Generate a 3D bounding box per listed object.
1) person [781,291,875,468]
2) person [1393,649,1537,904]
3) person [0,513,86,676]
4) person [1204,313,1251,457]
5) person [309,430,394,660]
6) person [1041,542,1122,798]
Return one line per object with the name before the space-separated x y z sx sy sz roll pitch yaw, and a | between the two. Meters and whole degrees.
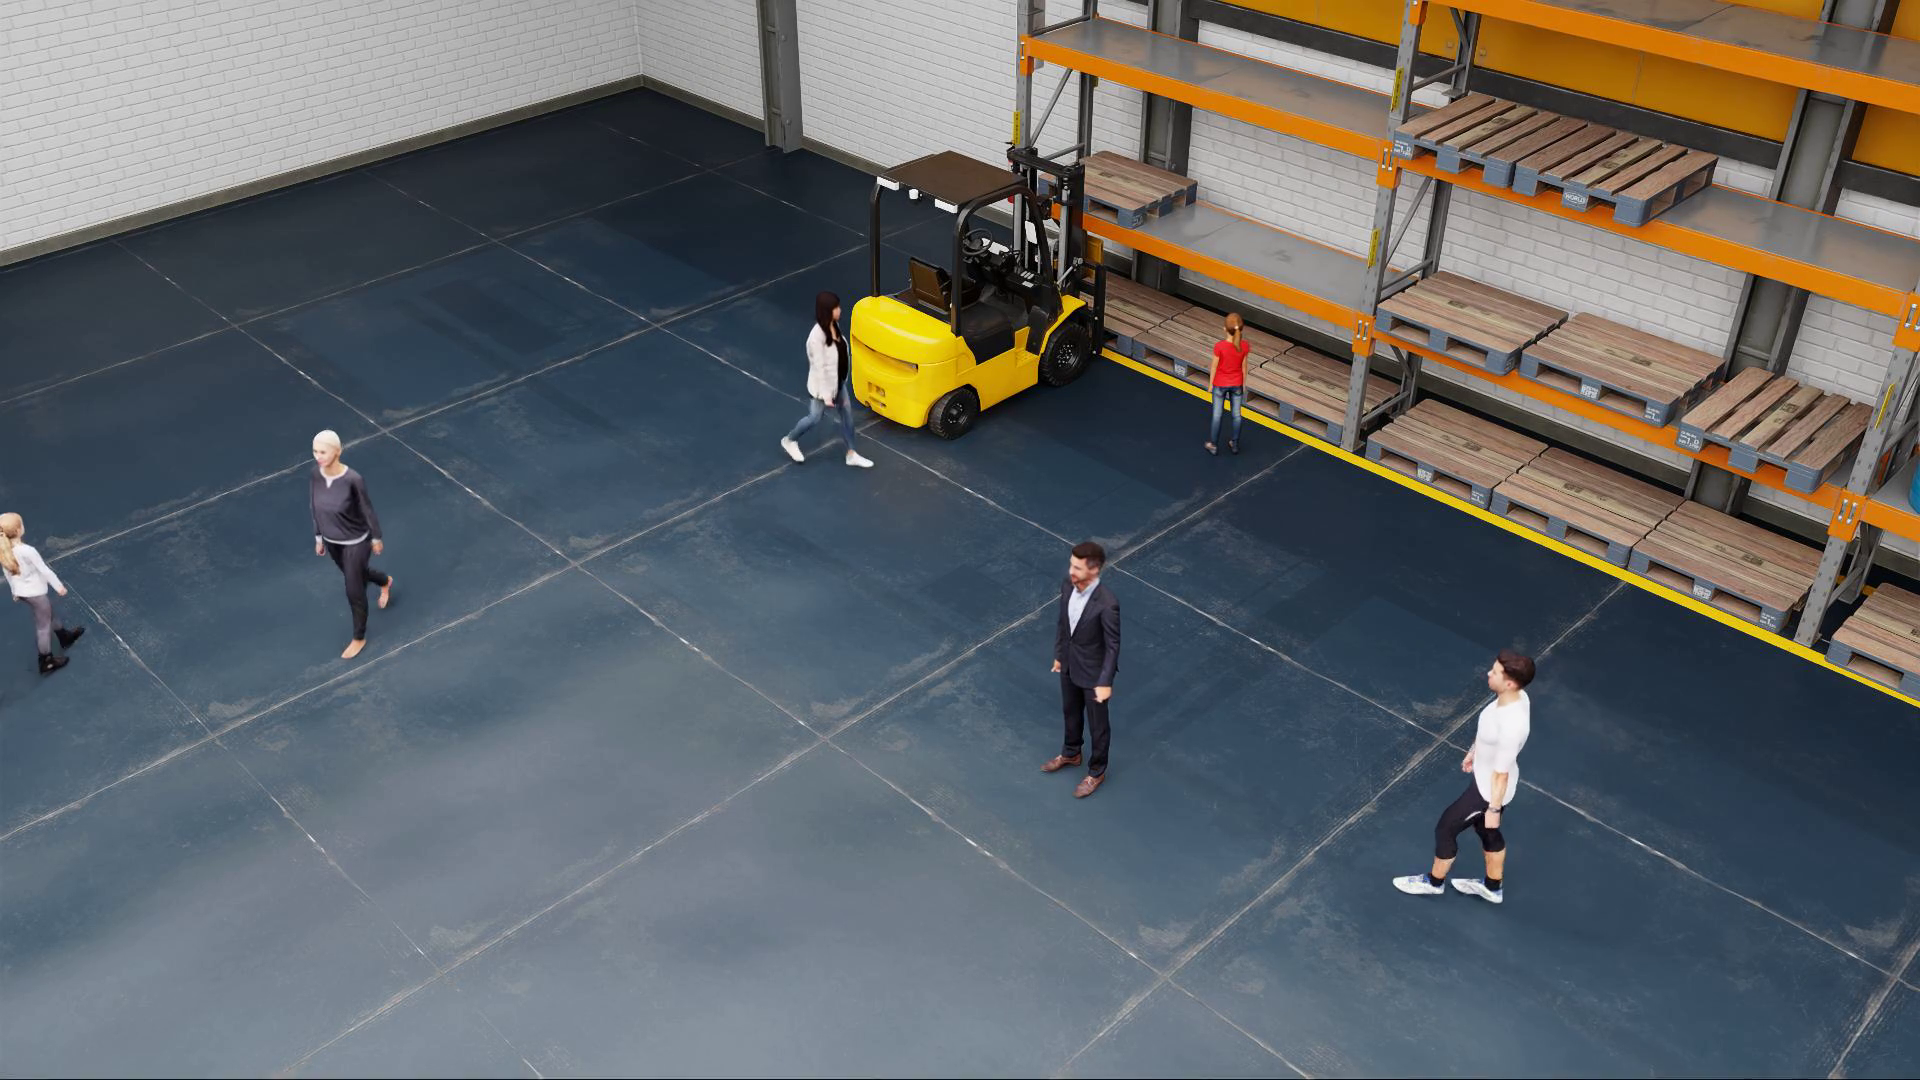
person | -1.195 -1.326 14.020 1.141 1.607 0.869 14 36 21
person | 3.172 1.431 9.671 1.017 1.831 0.901 11 35 16
person | -6.589 0.399 11.735 0.720 1.265 0.686 15 37 22
person | 2.313 -1.335 14.305 0.551 1.307 0.603 -3 34 -4
person | -4.403 -0.065 12.045 1.098 1.695 1.001 10 35 15
person | 0.796 0.802 10.584 0.714 1.867 0.528 -26 41 -33
